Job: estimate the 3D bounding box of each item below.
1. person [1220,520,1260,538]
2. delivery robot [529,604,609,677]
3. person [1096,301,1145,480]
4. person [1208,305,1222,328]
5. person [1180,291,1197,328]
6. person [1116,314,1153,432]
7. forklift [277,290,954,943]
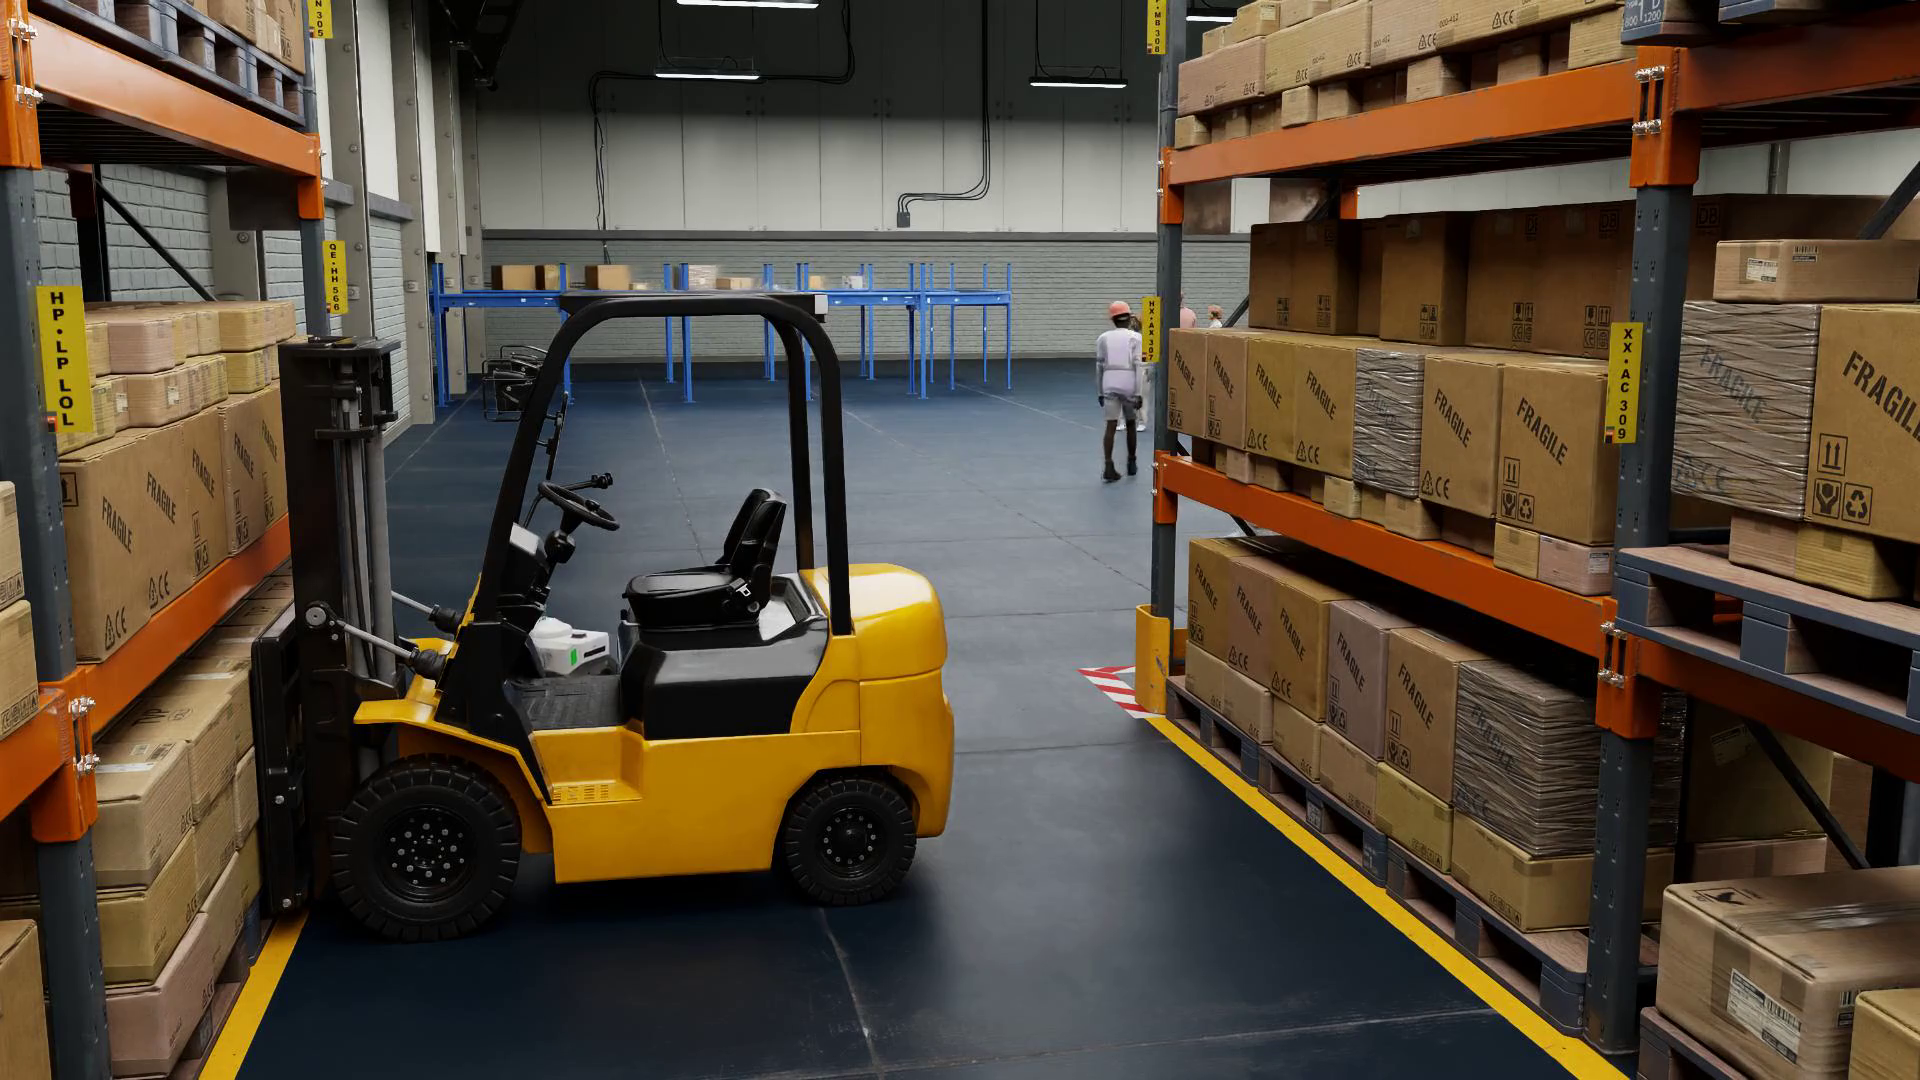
[{"bbox_3d":[2.645,-0.875,13.432,0.980,1.865,0.657,2,9,10],"label":"person"},{"bbox_3d":[-2.148,0.567,8.454,0.707,0.478,0.477,4,10,23],"label":"delivery robot"},{"bbox_3d":[1.727,-1.604,17.789,0.572,1.875,0.970,3,10,19],"label":"person"},{"bbox_3d":[4.096,-2.946,26.750,0.323,1.638,0.537,1,9,6],"label":"person"},{"bbox_3d":[3.251,-2.820,25.142,0.639,1.910,0.407,-5,10,-27],"label":"person"},{"bbox_3d":[2.377,-2.264,22.663,0.519,1.612,0.729,5,10,26],"label":"person"},{"bbox_3d":[-1.179,0.175,6.143,2.313,2.155,1.214,-2,10,-12],"label":"forklift"}]
